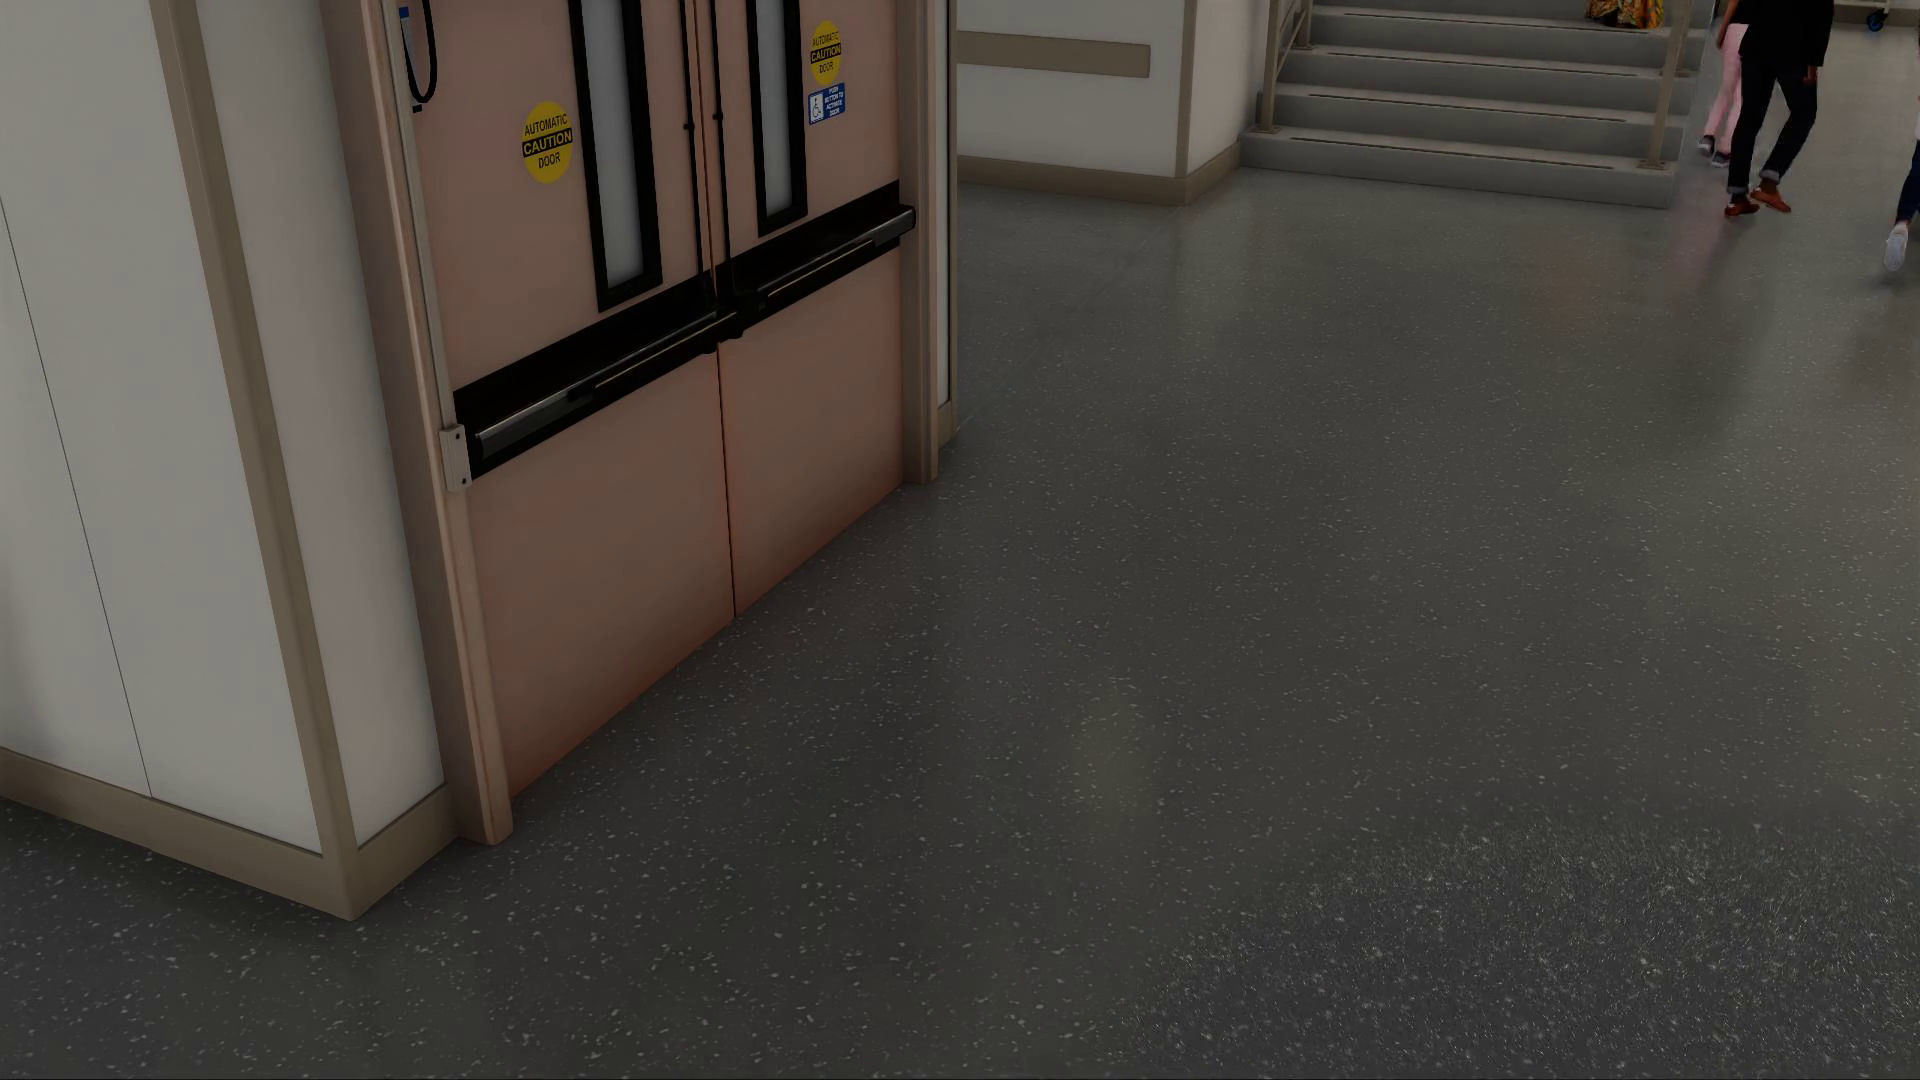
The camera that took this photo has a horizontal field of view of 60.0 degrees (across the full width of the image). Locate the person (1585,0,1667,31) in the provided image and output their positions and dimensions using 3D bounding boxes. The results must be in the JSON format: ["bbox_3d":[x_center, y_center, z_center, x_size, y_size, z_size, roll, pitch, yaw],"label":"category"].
[{"bbox_3d":[4.343,-3.395,10.884,0.914,1.615,0.943,20,32,35],"label":"person"}]

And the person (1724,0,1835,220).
[{"bbox_3d":[4.431,-2.657,9.148,0.866,1.794,0.842,-14,29,-27],"label":"person"}]

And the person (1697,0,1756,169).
[{"bbox_3d":[4.873,-3.069,10.296,0.629,1.539,0.673,19,31,33],"label":"person"}]
